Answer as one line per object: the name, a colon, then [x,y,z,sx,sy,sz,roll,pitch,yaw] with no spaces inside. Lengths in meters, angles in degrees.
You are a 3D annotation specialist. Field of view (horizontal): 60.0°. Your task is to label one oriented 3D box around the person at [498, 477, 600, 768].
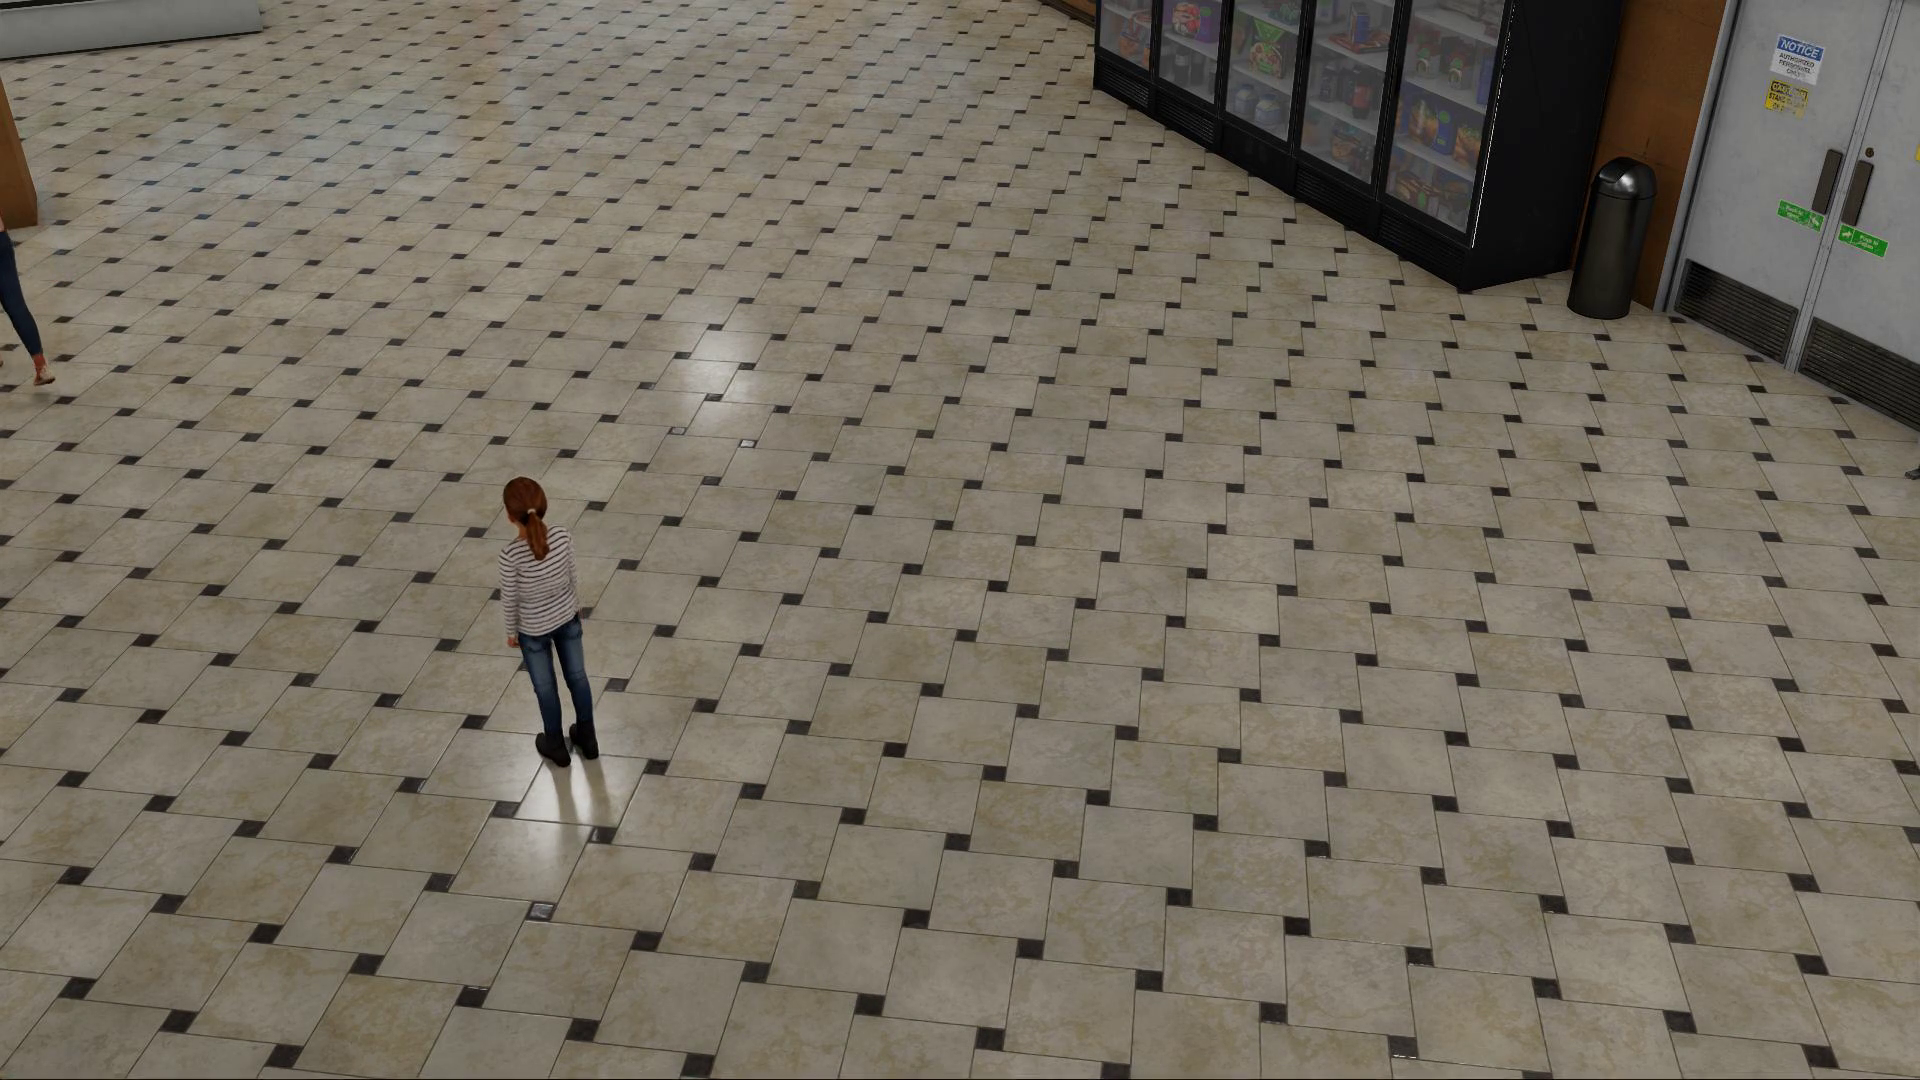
person: [-1.619,0.335,6.612,0.488,1.314,0.568,-21,37,-30]
